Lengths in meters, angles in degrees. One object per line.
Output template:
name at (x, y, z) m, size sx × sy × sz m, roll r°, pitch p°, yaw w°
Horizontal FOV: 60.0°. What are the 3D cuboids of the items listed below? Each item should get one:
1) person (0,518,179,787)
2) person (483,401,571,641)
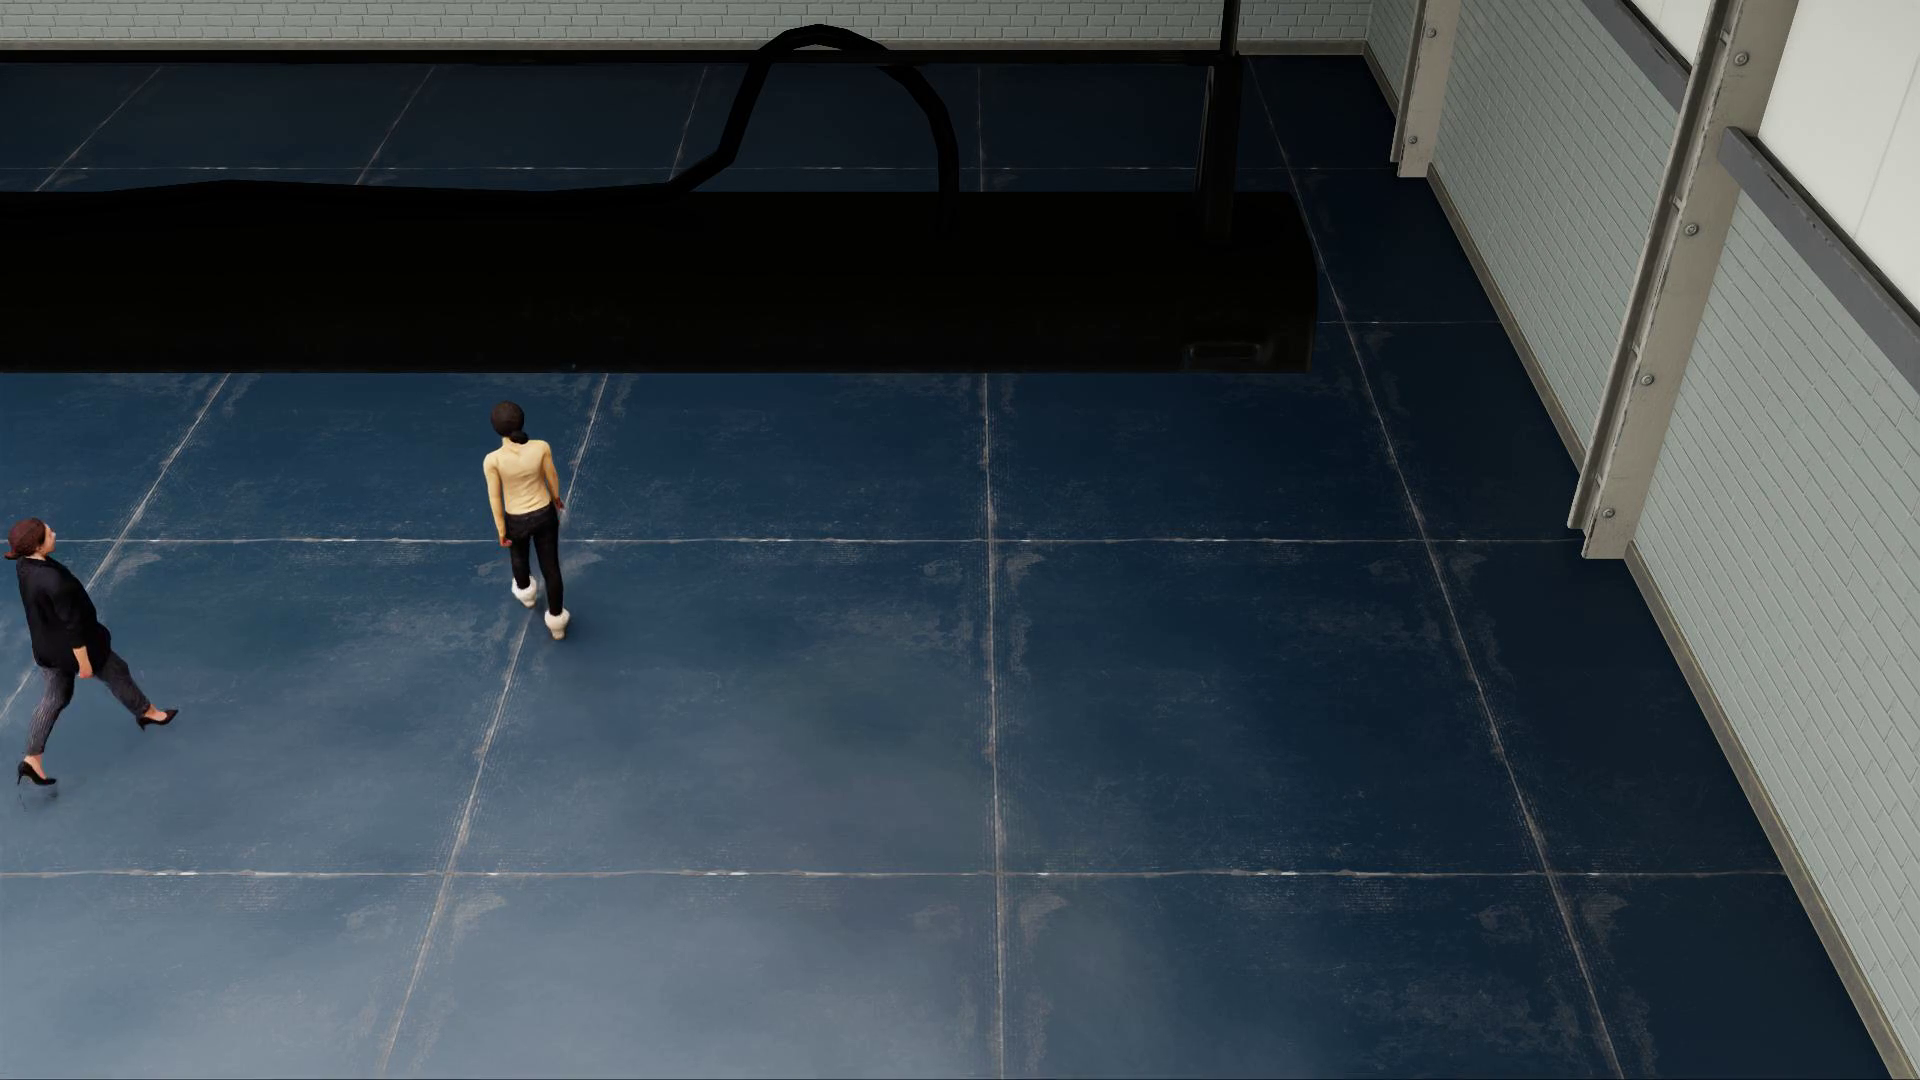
person at (-5.017, 0.655, 9.204) m, size 1.087 × 1.670 × 1.265 m, roll 22°, pitch 43°, yaw 27°
person at (-2.611, -0.085, 10.204) m, size 0.794 × 1.638 × 0.974 m, roll -13°, pitch 39°, yaw -16°
